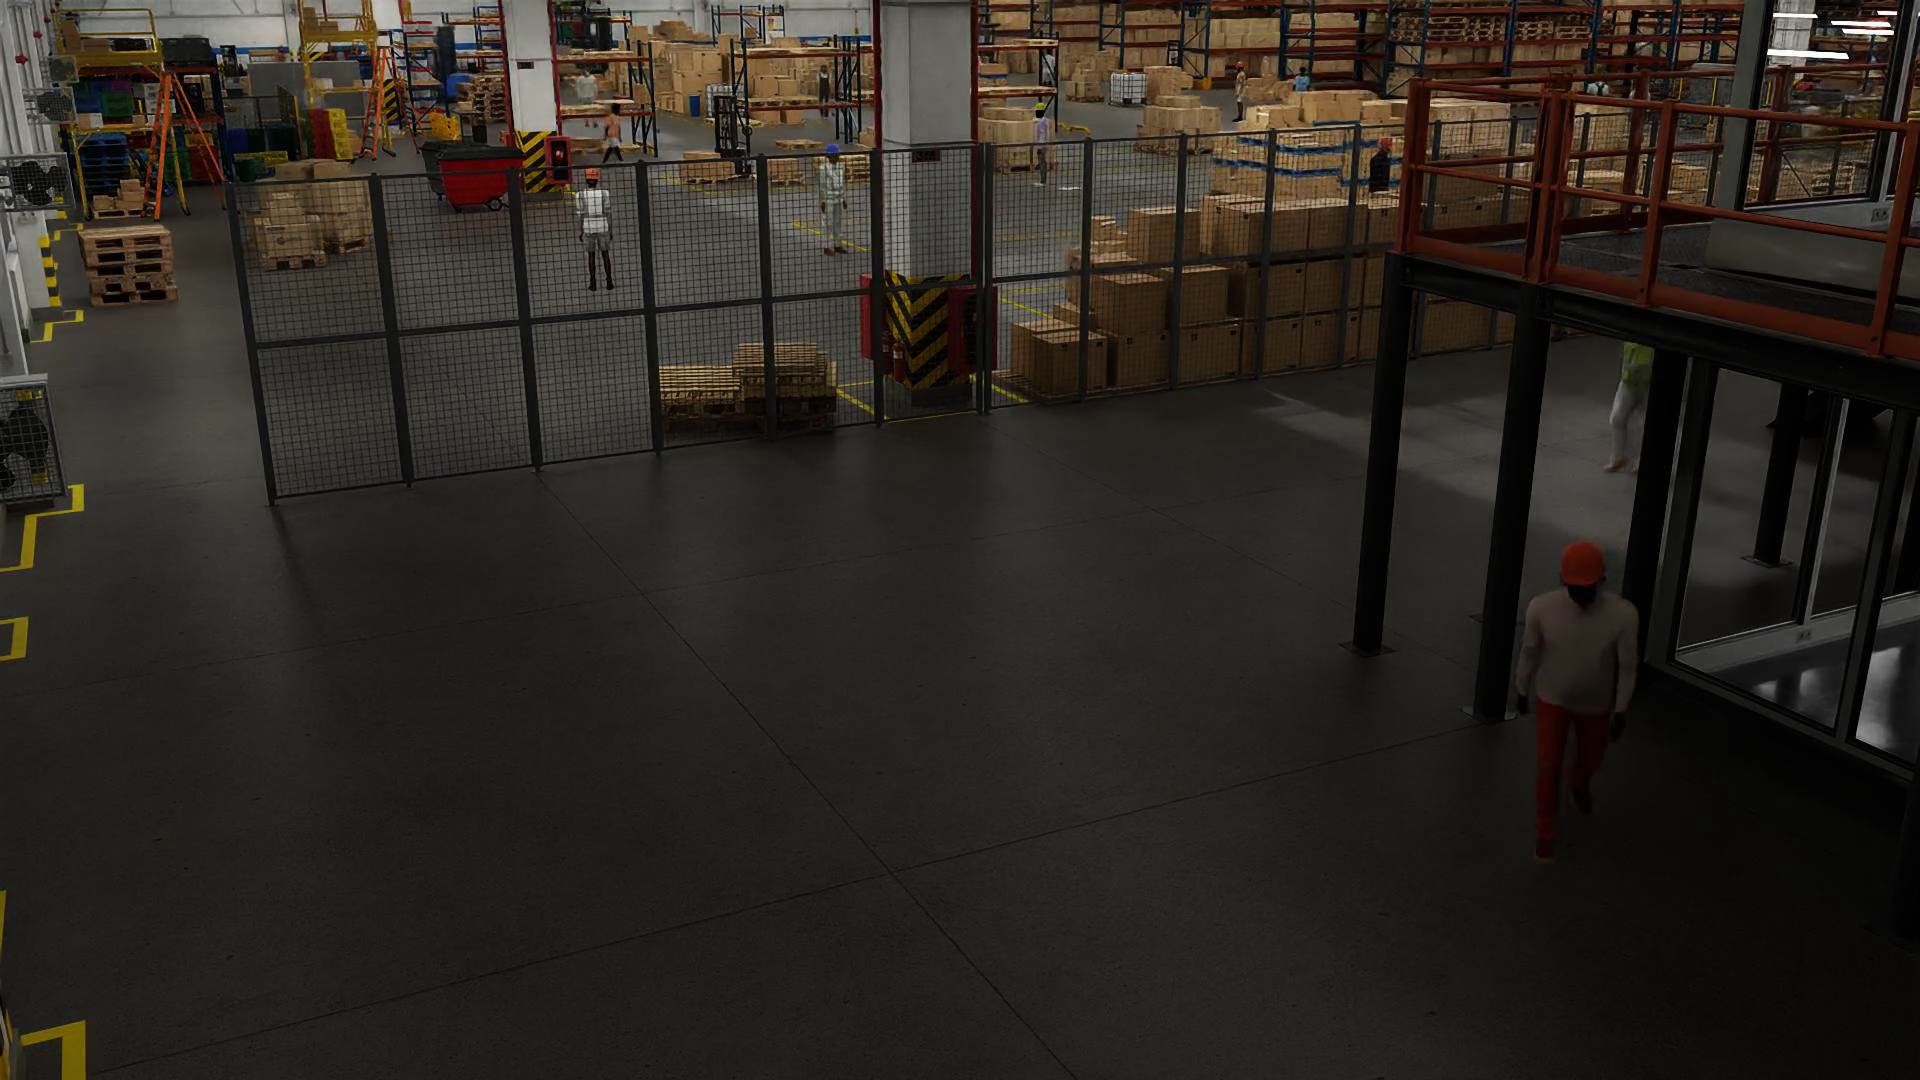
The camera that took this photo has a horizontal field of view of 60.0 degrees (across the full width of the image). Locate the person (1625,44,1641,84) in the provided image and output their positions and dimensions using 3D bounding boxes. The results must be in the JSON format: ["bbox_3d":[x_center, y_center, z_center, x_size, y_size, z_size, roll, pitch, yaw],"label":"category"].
[{"bbox_3d":[28.457,-20.043,70.343,0.681,1.854,0.966,7,20,21],"label":"person"}]

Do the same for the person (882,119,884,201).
[{"bbox_3d":[-1.573,-8.317,36.363,0.430,1.831,0.656,7,20,19],"label":"person"}]

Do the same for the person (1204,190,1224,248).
[{"bbox_3d":[3.640,-4.019,23.743,0.372,1.940,0.631,-7,20,-19],"label":"person"}]

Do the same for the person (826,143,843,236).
[{"bbox_3d":[-2.415,-6.715,31.855,0.325,1.740,0.492,-4,19,-12],"label":"person"}]

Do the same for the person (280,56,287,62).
[{"bbox_3d":[-24.787,-16.784,60.920,0.707,1.826,1.012,8,21,23],"label":"person"}]

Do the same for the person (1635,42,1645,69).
[{"bbox_3d":[32.000,-22.857,78.444,1.037,1.890,0.545,-5,20,-14],"label":"person"}]

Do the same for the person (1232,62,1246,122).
[{"bbox_3d":[9.271,-14.871,55.201,0.359,1.938,0.545,7,20,18],"label":"person"}]

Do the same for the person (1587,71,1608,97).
[{"bbox_3d":[18.853,-12.946,49.466,0.700,2.000,1.037,-3,19,-10],"label":"person"}]

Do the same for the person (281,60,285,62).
[{"bbox_3d":[-22.828,-15.255,56.336,0.623,1.932,0.368,-7,20,-20],"label":"person"}]

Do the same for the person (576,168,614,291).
[{"bbox_3d":[-5.784,-4.930,26.385,0.545,1.939,0.374,-5,20,-13],"label":"person"}]

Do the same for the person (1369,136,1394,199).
[{"bbox_3d":[7.732,-6.425,30.647,0.393,1.985,0.611,14,24,35],"label":"person"}]

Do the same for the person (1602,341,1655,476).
[{"bbox_3d":[6.816,-1.523,16.691,0.616,1.818,0.633,-15,24,-37],"label":"person"}]

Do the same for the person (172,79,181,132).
[{"bbox_3d":[-24.364,-13.456,51.569,0.517,1.633,0.311,8,21,23],"label":"person"}]

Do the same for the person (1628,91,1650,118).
[{"bbox_3d":[19.848,-12.545,48.669,0.596,1.804,0.833,2,19,7],"label":"person"}]

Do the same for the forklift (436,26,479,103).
[{"bbox_3d":[-19.085,-17.782,62.216,1.873,2.768,1.129,1,19,3],"label":"forklift"}]

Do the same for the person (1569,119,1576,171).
[{"bbox_3d":[13.905,-9.101,38.341,0.417,2.034,0.603,-3,19,-8],"label":"person"}]

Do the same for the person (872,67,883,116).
[{"bbox_3d":[-2.786,-15.674,57.559,0.384,1.918,0.596,-13,23,-32],"label":"person"}]

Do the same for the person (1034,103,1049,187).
[{"bbox_3d":[1.895,-9.231,38.867,0.370,1.929,0.585,3,19,8],"label":"person"}]

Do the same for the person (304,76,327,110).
[{"bbox_3d":[-18.641,-12.485,48.317,0.731,1.911,0.552,12,22,30],"label":"person"}]

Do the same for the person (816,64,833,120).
[{"bbox_3d":[-4.532,-14.975,55.682,0.546,1.813,0.764,-3,19,-7],"label":"person"}]

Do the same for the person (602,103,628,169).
[{"bbox_3d":[-8.778,-10.223,42.166,0.862,1.632,0.577,3,19,9],"label":"person"}]

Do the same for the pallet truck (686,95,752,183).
[{"bbox_3d":[-5.836,-9.608,39.856,0.823,1.965,1.885,10,22,27],"label":"pallet truck"}]

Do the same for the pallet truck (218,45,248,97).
[{"bbox_3d":[-28.879,-18.665,66.111,0.823,1.965,1.885,-3,19,-9],"label":"pallet truck"}]

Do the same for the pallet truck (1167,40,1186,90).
[{"bbox_3d":[9.045,-19.971,69.895,0.823,1.965,1.885,-3,19,-8],"label":"pallet truck"}]

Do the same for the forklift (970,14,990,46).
[{"bbox_3d":[0.932,-23.180,77.864,1.129,2.768,1.873,-9,21,-25],"label":"forklift"}]

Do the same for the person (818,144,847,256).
[{"bbox_3d":[-2.260,-6.062,29.650,0.392,1.946,0.614,16,24,38],"label":"person"}]

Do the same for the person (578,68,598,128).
[{"bbox_3d":[-11.873,-14.139,53.172,0.641,1.883,1.062,-8,21,-22],"label":"person"}]

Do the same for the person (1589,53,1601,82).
[{"bbox_3d":[25.373,-18.634,66.500,0.425,1.680,0.536,-10,22,-28],"label":"person"}]

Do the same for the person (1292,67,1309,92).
[{"bbox_3d":[11.614,-15.291,56.831,0.552,1.669,0.779,10,21,26],"label":"person"}]

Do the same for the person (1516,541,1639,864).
[{"bbox_3d":[3.521,0.866,9.564,0.623,1.955,0.787,6,20,17],"label":"person"}]

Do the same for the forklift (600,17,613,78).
[{"bbox_3d":[-15.425,-21.421,72.767,1.873,2.768,1.129,-6,20,-17],"label":"forklift"}]

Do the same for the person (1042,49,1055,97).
[{"bbox_3d":[3.486,-18.472,65.619,0.628,1.945,0.430,0,19,-1],"label":"person"}]
